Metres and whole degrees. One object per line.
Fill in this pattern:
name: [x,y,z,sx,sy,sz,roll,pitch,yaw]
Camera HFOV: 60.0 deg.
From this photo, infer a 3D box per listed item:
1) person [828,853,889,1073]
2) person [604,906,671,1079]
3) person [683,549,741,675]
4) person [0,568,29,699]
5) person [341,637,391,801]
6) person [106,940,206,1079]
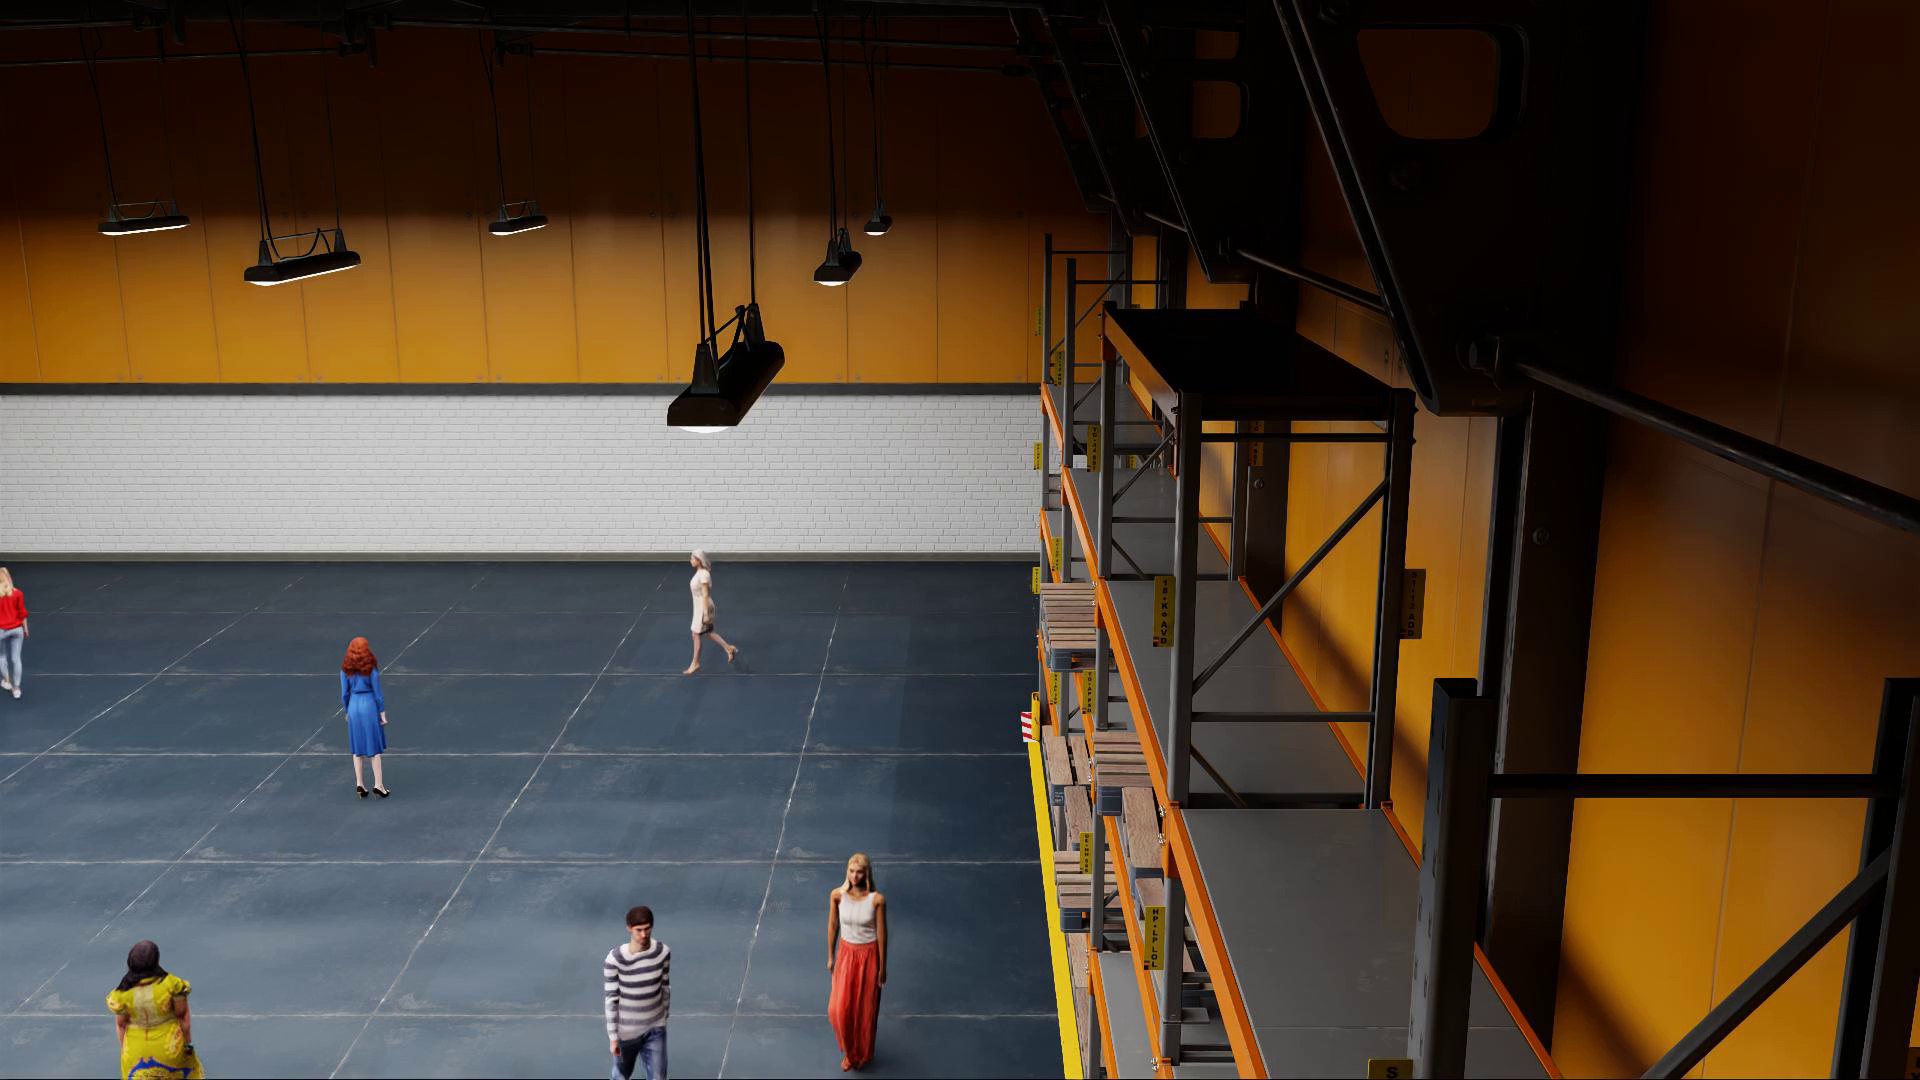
person: [-0.753,3.223,12.867,0.728,1.792,0.816,3,14,11]
person: [-2.326,3.450,11.885,0.948,1.812,1.289,-5,15,-20]
person: [-3.375,0.969,22.340,0.830,1.715,1.009,-4,14,-14]
person: [-12.220,1.220,21.380,0.924,1.679,1.015,-10,17,-36]
person: [-6.480,1.940,18.088,0.651,1.828,0.614,2,14,9]
person: [-5.602,3.610,11.584,0.999,1.643,1.175,-7,15,-25]
